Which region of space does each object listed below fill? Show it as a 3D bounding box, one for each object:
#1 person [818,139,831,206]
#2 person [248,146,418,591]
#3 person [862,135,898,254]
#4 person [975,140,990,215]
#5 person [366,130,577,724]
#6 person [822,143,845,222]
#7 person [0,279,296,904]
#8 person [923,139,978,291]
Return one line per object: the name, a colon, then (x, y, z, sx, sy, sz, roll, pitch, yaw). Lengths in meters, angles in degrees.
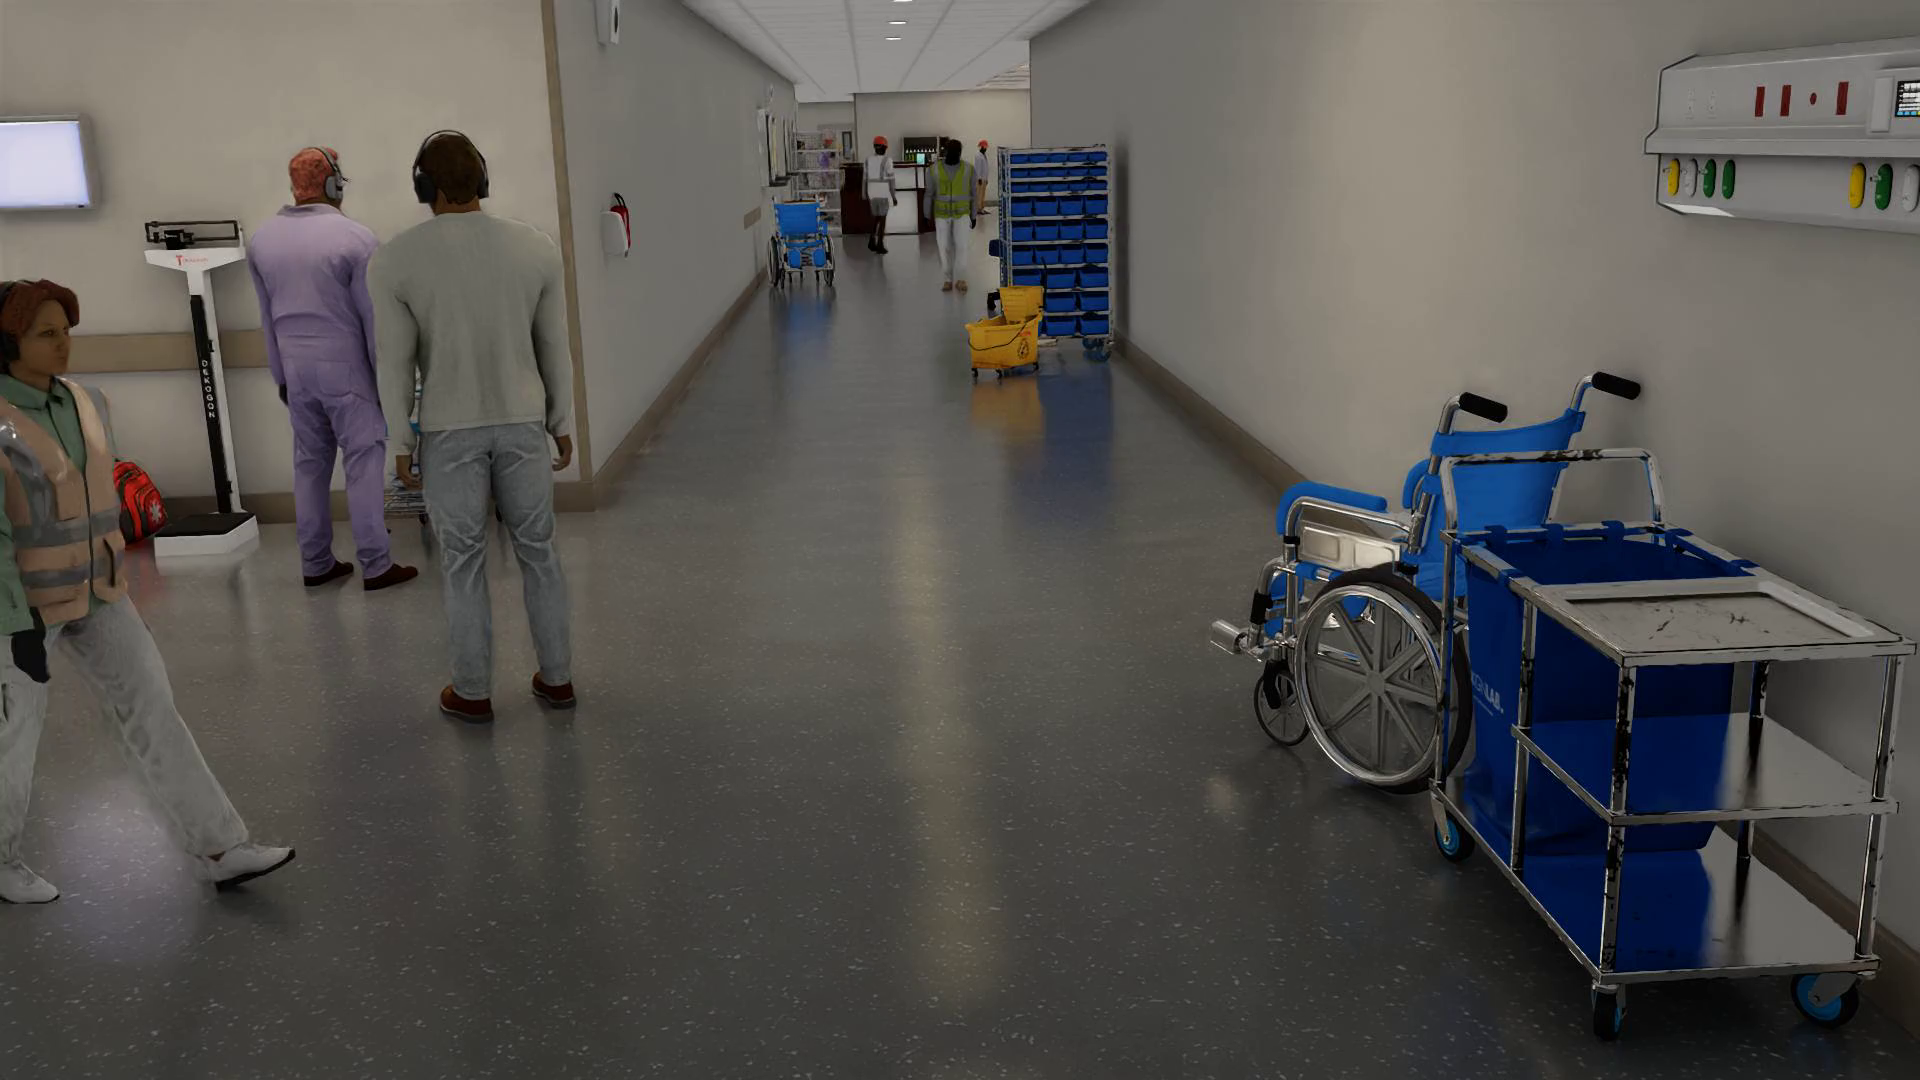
person: (-3.499, -9.715, 44.278, 0.351, 1.878, 0.568, 11, 19, 42)
person: (-2.689, -0.726, 7.191, 0.647, 1.900, 0.399, 3, 15, 20)
person: (-1.311, -5.654, 27.271, 0.553, 1.907, 0.493, 7, 16, 31)
person: (0.549, -8.623, 39.565, 0.339, 1.747, 0.563, 3, 14, 18)
person: (-1.573, -0.357, 5.476, 0.628, 1.932, 0.371, -9, 15, -27)
person: (-2.830, -8.302, 38.559, 0.902, 1.796, 0.604, -10, 16, -29)
person: (-2.192, 0.161, 4.116, 0.875, 1.590, 0.541, 2, 14, 15)
person: (-0.121, -3.945, 20.274, 0.684, 1.827, 0.539, -1, 14, 3)
